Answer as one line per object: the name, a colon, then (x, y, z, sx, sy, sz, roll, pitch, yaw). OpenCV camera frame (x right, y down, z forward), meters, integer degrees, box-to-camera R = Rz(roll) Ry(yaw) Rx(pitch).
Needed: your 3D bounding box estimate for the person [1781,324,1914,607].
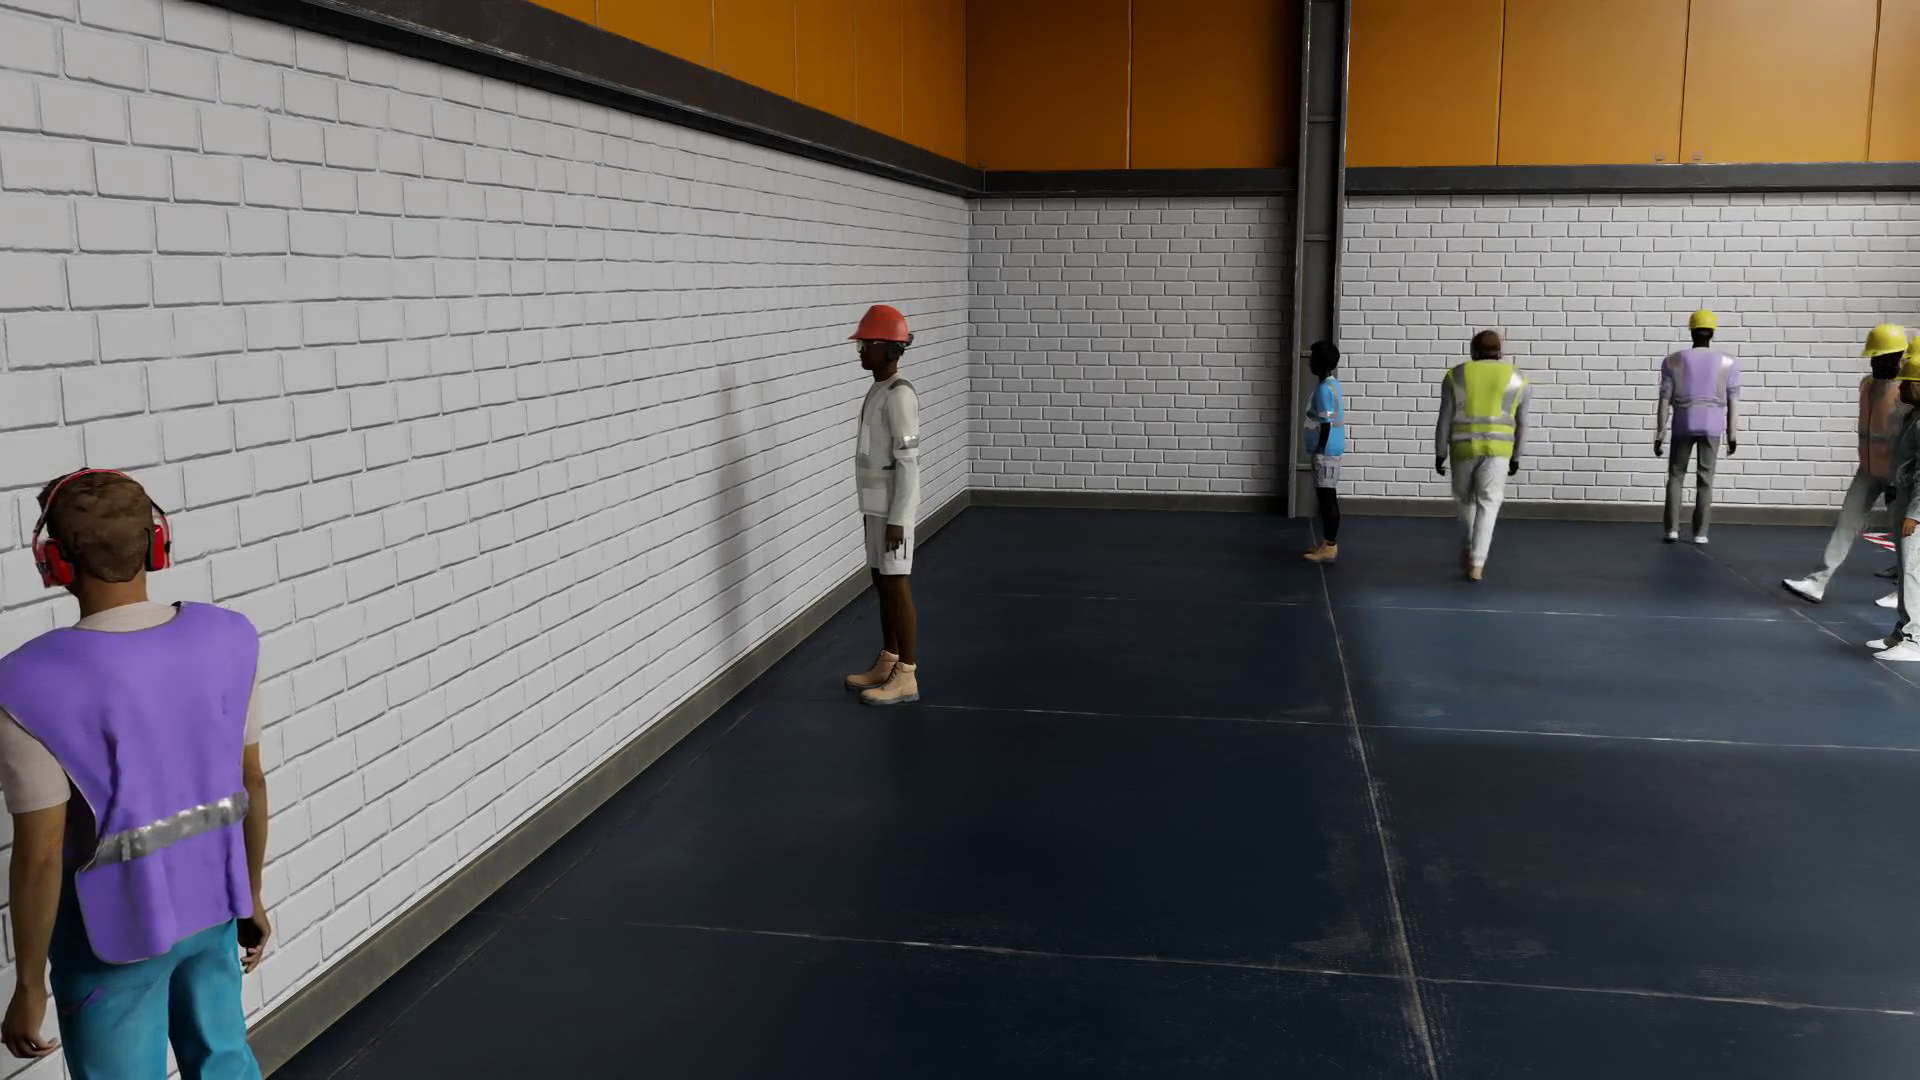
person: (5.934, -0.458, 10.836, 0.989, 1.868, 0.602, -2, 9, -12)

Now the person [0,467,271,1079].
person: (-1.590, 0.777, 3.278, 0.372, 1.840, 0.570, 5, 10, 26)

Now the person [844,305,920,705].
person: (-0.402, -0.177, 8.578, 0.373, 2.043, 0.614, -3, 10, -16)

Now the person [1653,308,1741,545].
person: (5.971, -0.910, 13.494, 0.628, 1.922, 0.386, 4, 10, 22)

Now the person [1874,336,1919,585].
person: (6.781, -0.559, 11.803, 0.313, 1.768, 0.528, 2, 9, 9)

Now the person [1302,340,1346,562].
person: (2.787, -0.677, 12.746, 0.318, 1.695, 0.539, 3, 10, 18)

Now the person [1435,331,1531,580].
person: (3.813, -0.629, 12.193, 0.643, 1.776, 0.934, 3, 10, 18)

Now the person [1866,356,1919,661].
person: (5.437, -0.180, 9.524, 0.294, 1.744, 0.487, 4, 10, 23)
